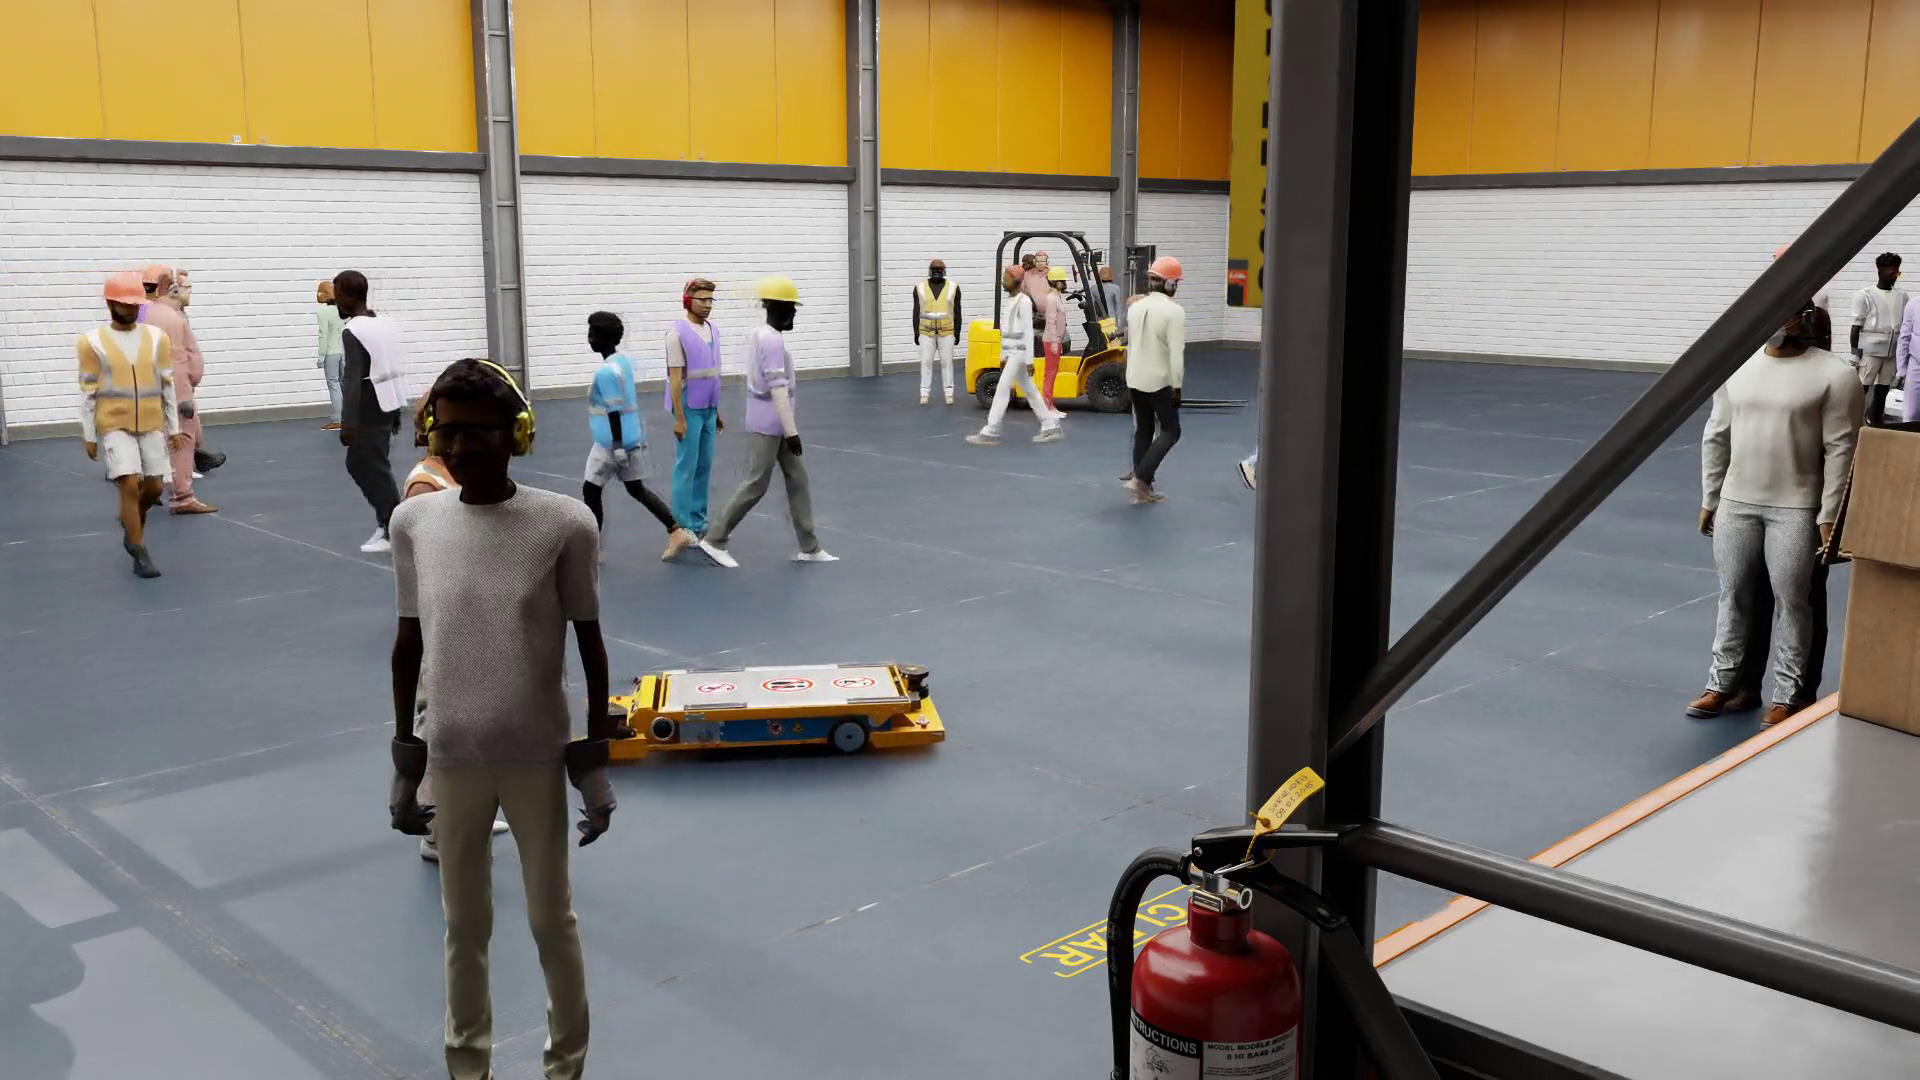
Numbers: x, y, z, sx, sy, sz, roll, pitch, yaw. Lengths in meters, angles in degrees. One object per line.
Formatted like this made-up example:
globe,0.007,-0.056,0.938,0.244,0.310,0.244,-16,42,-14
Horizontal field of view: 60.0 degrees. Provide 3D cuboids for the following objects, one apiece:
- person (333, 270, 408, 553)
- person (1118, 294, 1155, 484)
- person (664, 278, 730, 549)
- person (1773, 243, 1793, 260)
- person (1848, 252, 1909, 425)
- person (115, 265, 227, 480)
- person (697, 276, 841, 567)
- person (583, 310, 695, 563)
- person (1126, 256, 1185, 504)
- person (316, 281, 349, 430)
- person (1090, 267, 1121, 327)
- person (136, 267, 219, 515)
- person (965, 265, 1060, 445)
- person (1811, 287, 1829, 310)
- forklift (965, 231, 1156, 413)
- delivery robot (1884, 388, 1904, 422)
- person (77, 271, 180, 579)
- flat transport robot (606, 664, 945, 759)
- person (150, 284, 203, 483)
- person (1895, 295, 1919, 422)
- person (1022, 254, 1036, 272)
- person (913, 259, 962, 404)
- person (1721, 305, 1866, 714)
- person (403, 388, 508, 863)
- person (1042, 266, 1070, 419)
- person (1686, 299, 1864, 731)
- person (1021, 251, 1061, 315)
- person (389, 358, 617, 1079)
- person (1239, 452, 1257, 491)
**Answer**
person,-3.962,-0.846,11.135,0.492,1.895,0.617,-1,10,-3
person,1.543,-1.284,14.256,0.285,1.632,0.499,-1,10,-5
person,-1.827,-0.871,11.430,0.375,1.841,0.567,4,11,21
person,8.852,-2.161,17.923,0.387,2.041,0.615,4,11,22
person,9.158,-1.878,16.588,0.618,1.962,0.361,-2,11,-11
person,-7.092,-1.479,14.689,0.544,1.870,1.042,7,12,33
person,-1.265,-0.743,10.737,0.928,1.899,0.635,-1,10,-5
person,-2.147,-0.648,10.713,0.820,1.669,0.516,1,10,5
person,1.537,-1.243,13.103,0.523,1.970,0.660,-8,13,-38
person,-6.894,-2.028,18.305,0.285,1.636,0.500,3,11,14
person,2.301,-3.515,26.412,0.507,1.636,0.277,2,11,13
person,-6.016,-1.120,12.671,0.503,1.893,0.657,-6,12,-29
person,0.580,-1.878,16.962,1.005,1.835,0.589,-2,11,-11
person,9.501,-2.257,18.905,0.672,1.874,0.431,-2,11,-10
forklift,1.222,-2.721,20.561,2.313,2.155,1.214,2,11,13
delivery robot,10.297,-1.491,18.071,0.477,0.478,0.707,-1,11,-5
person,-5.255,-0.737,10.500,0.554,1.916,0.692,-9,14,-40
flat transport robot,-0.815,0.713,7.084,1.431,0.197,0.652,-1,10,-8
person,-6.828,-1.369,14.427,0.312,1.740,0.487,3,11,14
person,8.440,-1.442,14.388,0.637,1.904,0.403,8,13,35
person,1.088,-3.547,26.028,0.429,1.842,0.633,6,12,28
person,-0.288,-2.618,21.007,0.624,1.837,0.430,0,10,1
person,3.632,-0.108,7.272,0.327,1.842,0.517,-9,14,-40
person,-1.742,0.282,5.710,0.313,1.636,0.517,0,10,-2
person,1.123,-2.309,19.480,0.315,1.769,0.524,2,11,8
person,3.509,-0.143,7.203,0.371,1.939,0.630,-9,14,-41
person,1.181,-3.316,24.604,0.641,1.905,0.410,1,10,5
person,-1.058,0.515,3.816,0.537,1.865,0.312,1,10,4
person,2.640,-1.206,13.504,0.572,1.748,0.532,3,11,16
